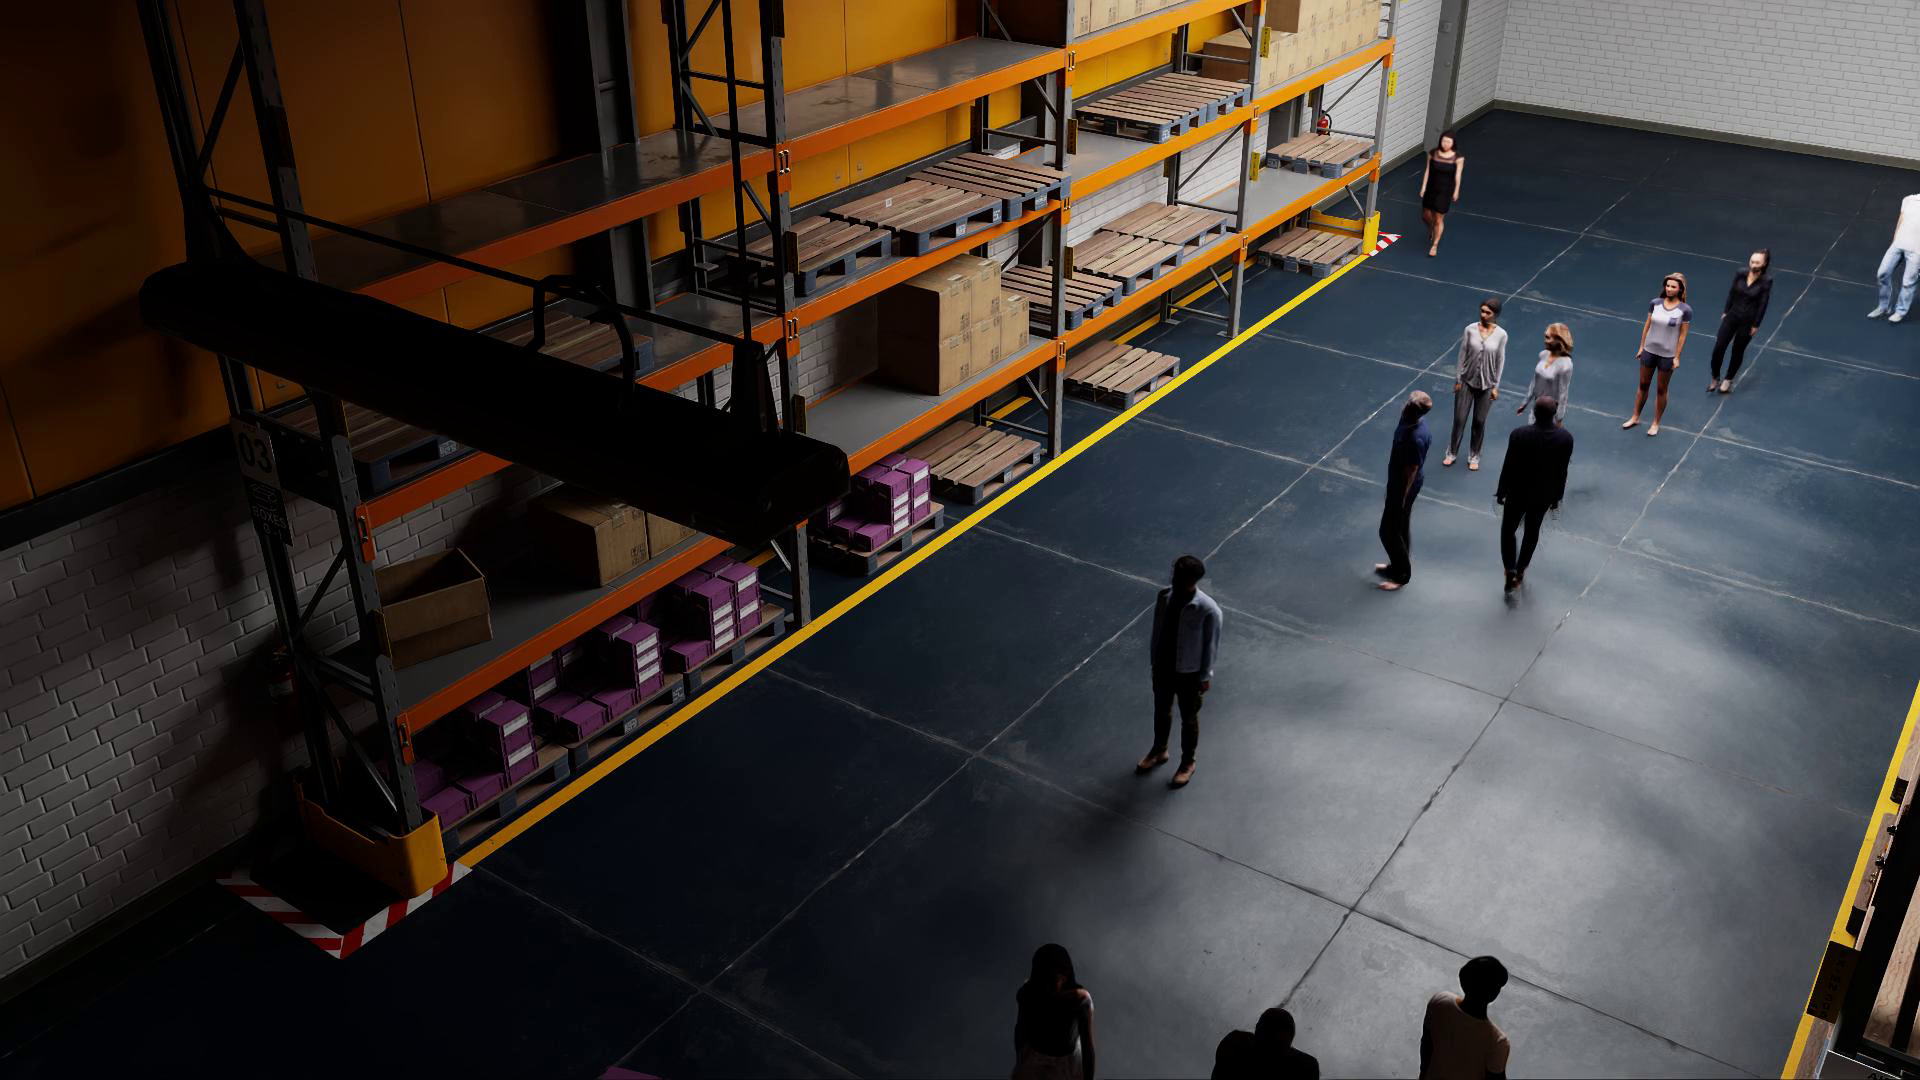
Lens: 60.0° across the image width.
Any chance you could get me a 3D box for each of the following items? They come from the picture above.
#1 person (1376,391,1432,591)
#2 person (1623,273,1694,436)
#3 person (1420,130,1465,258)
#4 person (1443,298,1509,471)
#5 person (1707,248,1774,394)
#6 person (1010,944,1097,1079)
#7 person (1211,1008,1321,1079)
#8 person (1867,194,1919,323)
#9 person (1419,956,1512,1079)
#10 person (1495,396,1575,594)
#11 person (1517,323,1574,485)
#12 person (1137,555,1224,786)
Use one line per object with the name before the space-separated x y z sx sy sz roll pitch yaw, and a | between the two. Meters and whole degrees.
person | 3.824 -0.475 14.338 0.814 1.848 0.638 12 31 21
person | 7.221 -1.934 17.133 0.629 1.733 0.592 25 38 38
person | 6.384 -4.617 22.088 0.706 1.699 0.792 15 32 26
person | 5.103 -1.558 16.402 0.627 1.773 0.590 11 31 20
person | 8.466 -2.356 17.951 0.662 1.690 0.646 -24 37 -37
person | 0.501 2.731 8.592 0.935 1.722 1.251 6 29 11
person | 1.471 2.898 8.110 0.780 1.891 0.786 10 30 17
person | 11.419 -3.513 19.908 0.793 1.848 0.784 -17 33 -28
person | 2.528 2.802 8.464 0.628 1.721 0.683 -21 35 -33
person | 4.853 -0.359 14.169 0.972 1.806 1.114 4 29 7
person | 5.608 -1.211 15.761 0.932 1.778 0.859 -9 30 -16
person | 1.576 0.900 11.858 0.691 1.809 0.585 23 36 35
